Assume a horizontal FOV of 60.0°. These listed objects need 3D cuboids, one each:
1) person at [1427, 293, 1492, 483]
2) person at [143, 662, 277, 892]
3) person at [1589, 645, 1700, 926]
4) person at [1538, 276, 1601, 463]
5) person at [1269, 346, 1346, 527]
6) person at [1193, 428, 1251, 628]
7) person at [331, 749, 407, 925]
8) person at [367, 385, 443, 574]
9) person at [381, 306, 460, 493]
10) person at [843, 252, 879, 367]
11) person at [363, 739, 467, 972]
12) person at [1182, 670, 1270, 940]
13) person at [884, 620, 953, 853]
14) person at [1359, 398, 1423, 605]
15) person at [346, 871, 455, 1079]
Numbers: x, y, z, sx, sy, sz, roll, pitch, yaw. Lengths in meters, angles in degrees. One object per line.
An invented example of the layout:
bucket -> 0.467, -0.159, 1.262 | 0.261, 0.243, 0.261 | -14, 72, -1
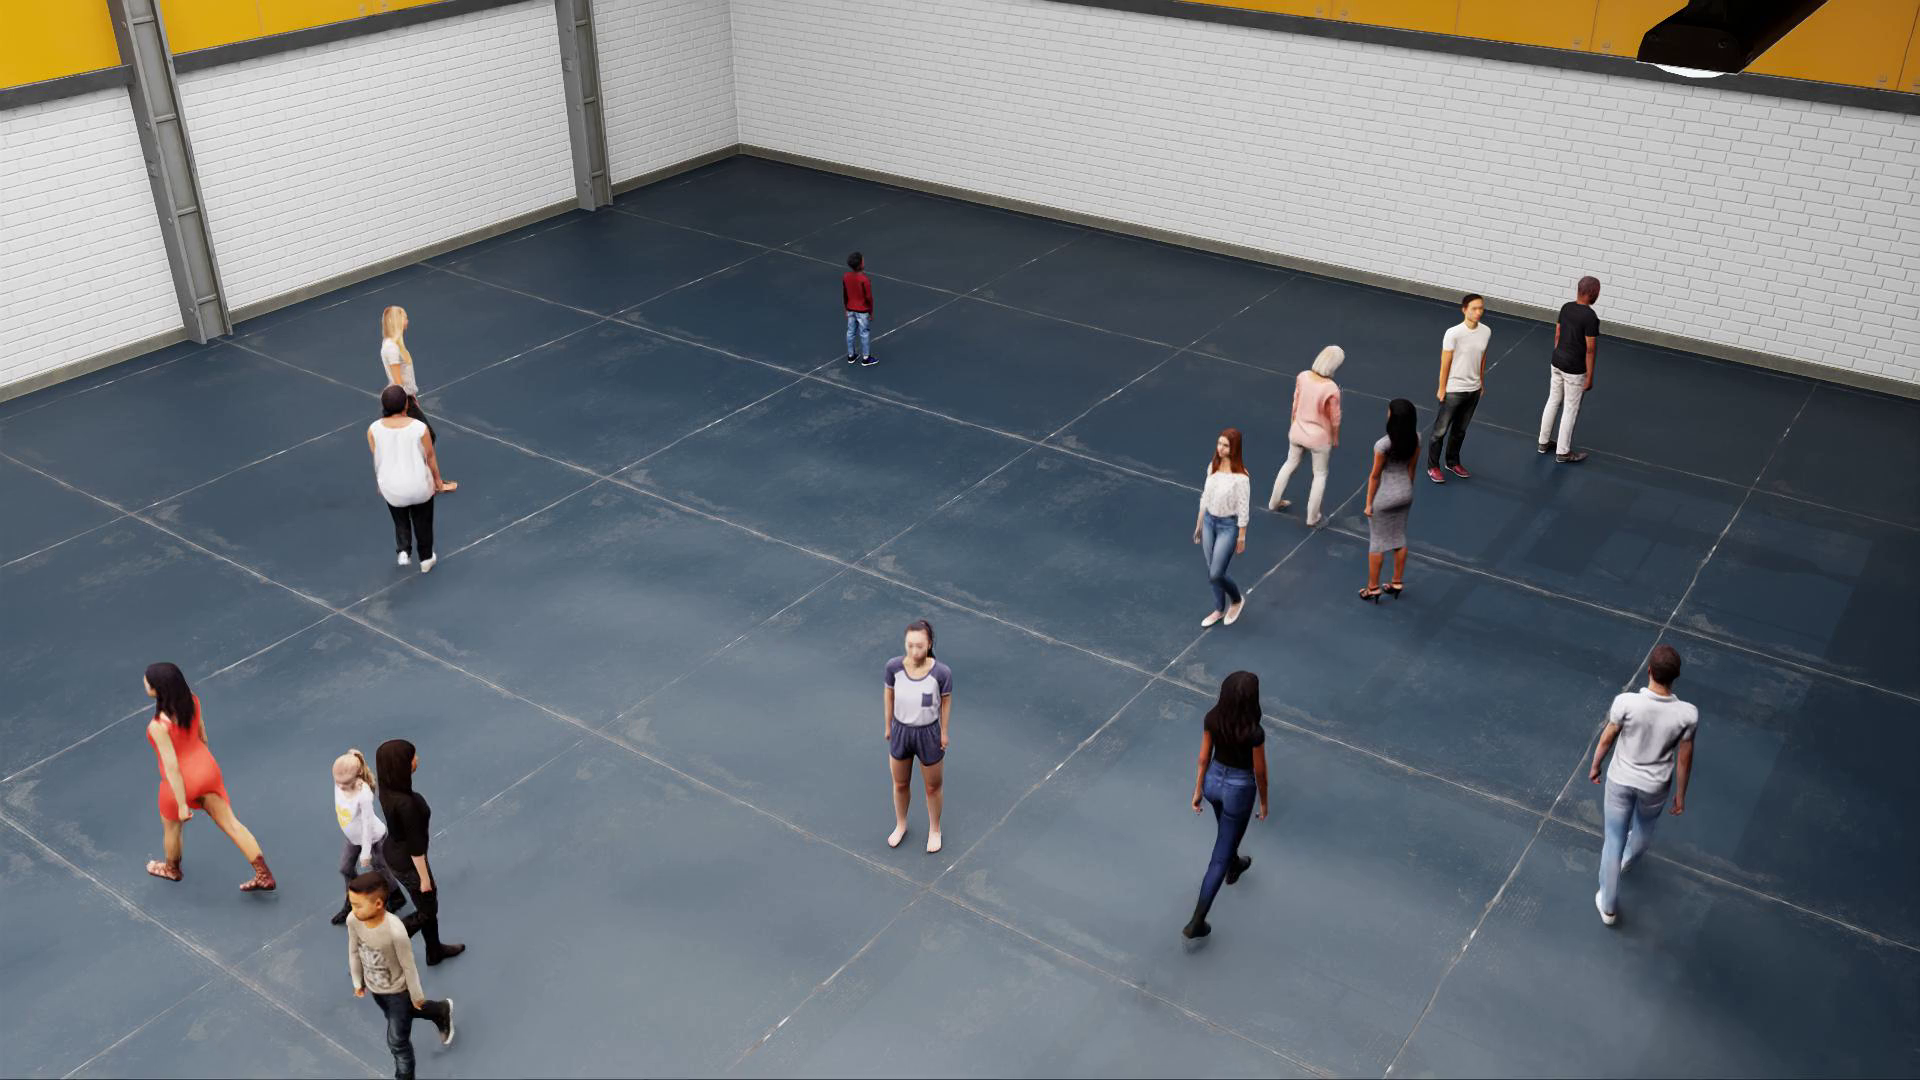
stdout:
person -> 4.626, -1.425, 15.398 | 0.674, 1.804, 0.784 | -11, 30, -18
person -> -4.612, 1.505, 10.167 | 0.940, 1.670, 1.164 | 7, 29, 12
person -> 4.073, 1.517, 9.986 | 0.921, 1.823, 1.148 | 7, 29, 13
person -> 5.790, -1.630, 15.776 | 0.788, 1.802, 0.765 | -11, 30, -19
person -> 3.094, -0.898, 14.549 | 0.746, 1.693, 0.618 | 17, 33, 28
person -> 2.121, -0.108, 13.073 | 0.735, 1.719, 0.682 | -19, 34, -30
person -> -3.556, 1.774, 10.107 | 0.521, 1.255, 0.624 | 20, 34, 32
person -> -4.602, -0.467, 13.771 | 0.781, 1.682, 0.814 | -1, 29, -1
person -> -5.133, -1.196, 14.983 | 0.943, 1.799, 0.832 | -13, 31, -22
person -> -1.100, -2.500, 17.942 | 0.516, 1.256, 0.498 | 16, 32, 27
person -> -3.234, 1.873, 9.540 | 0.939, 1.624, 0.732 | -19, 34, -31
person -> 1.572, 1.609, 9.951 | 0.594, 1.695, 1.174 | 18, 33, 30
person -> -0.277, 1.253, 10.653 | 0.670, 1.648, 0.664 | 6, 29, 11
person -> 3.474, -0.306, 13.374 | 0.622, 1.778, 0.719 | -11, 30, -19
person -> -2.988, 2.329, 8.897 | 0.665, 1.440, 1.004 | 12, 31, 21
